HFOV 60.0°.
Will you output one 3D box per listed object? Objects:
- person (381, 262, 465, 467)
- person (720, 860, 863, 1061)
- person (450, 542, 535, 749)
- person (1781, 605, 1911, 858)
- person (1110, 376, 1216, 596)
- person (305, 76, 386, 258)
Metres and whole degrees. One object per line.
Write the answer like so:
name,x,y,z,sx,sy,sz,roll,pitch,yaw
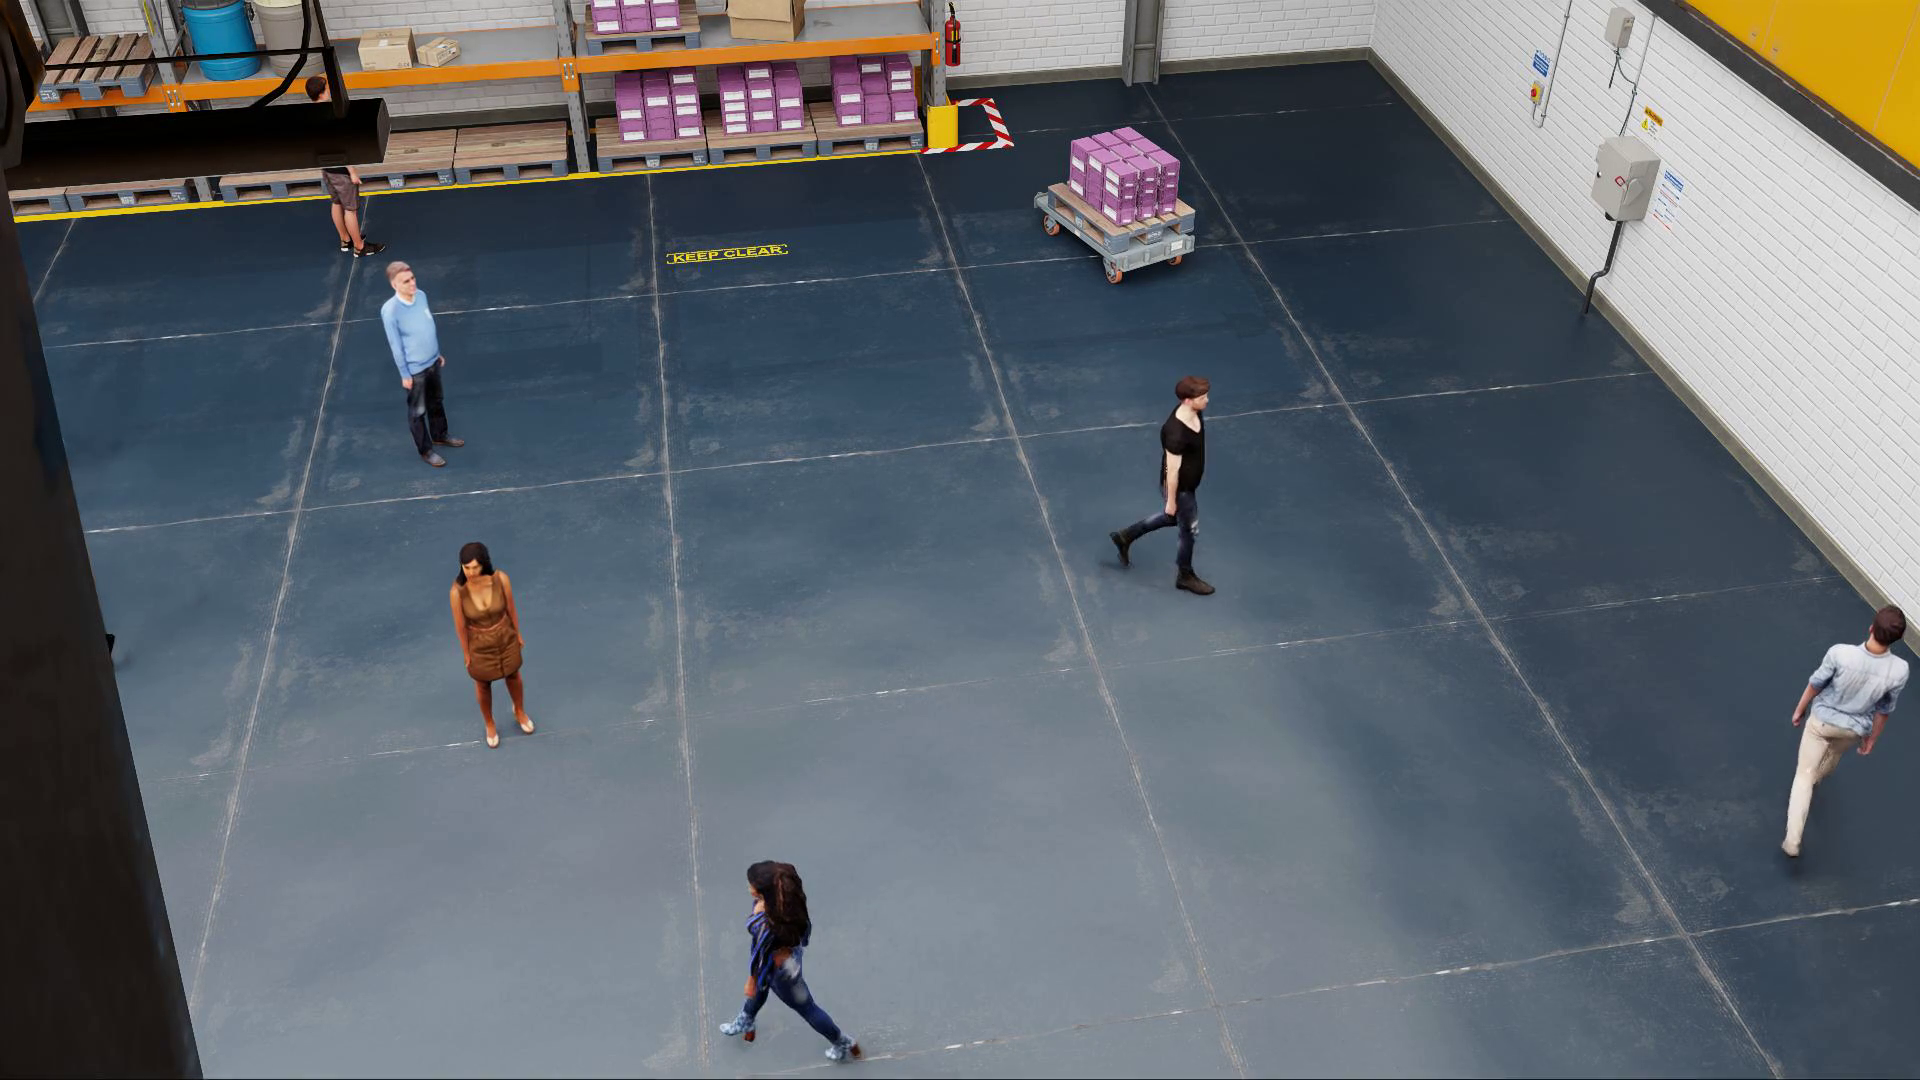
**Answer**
person,-4.476,-1.490,13.720,0.762,1.820,0.745,16,41,19
person,-0.897,2.351,9.105,1.149,1.576,0.846,5,39,7
person,-3.130,0.681,11.108,0.549,1.686,0.678,-20,43,-23
person,5.456,1.202,10.353,1.213,1.814,1.131,14,41,17
person,1.548,-0.429,12.349,1.218,1.872,1.019,12,40,15
person,-6.175,-3.701,16.454,0.772,1.862,0.804,29,47,31
